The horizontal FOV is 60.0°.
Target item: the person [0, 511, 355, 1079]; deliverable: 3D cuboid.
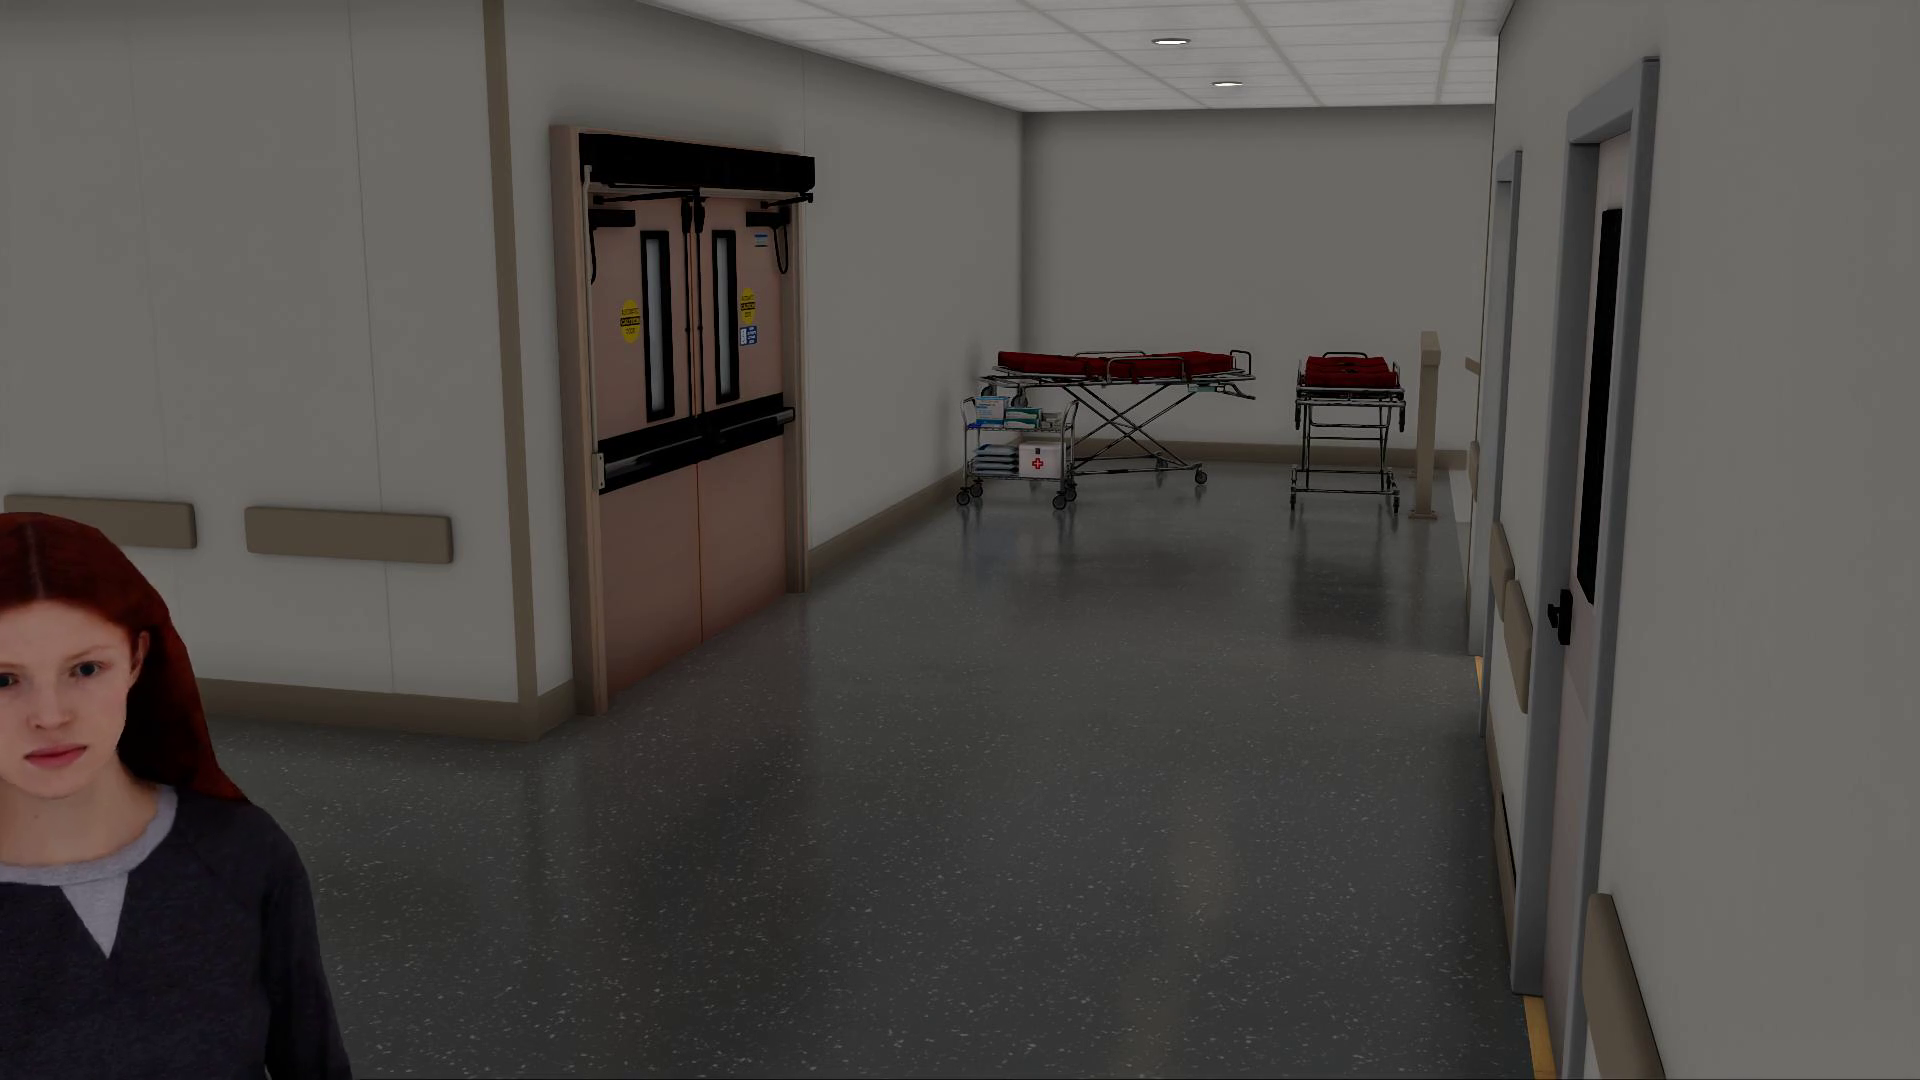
[{"bbox_3d":[-0.880,0.849,1.733,1.078,1.740,1.065,-9,14,-38],"label":"person"}]
